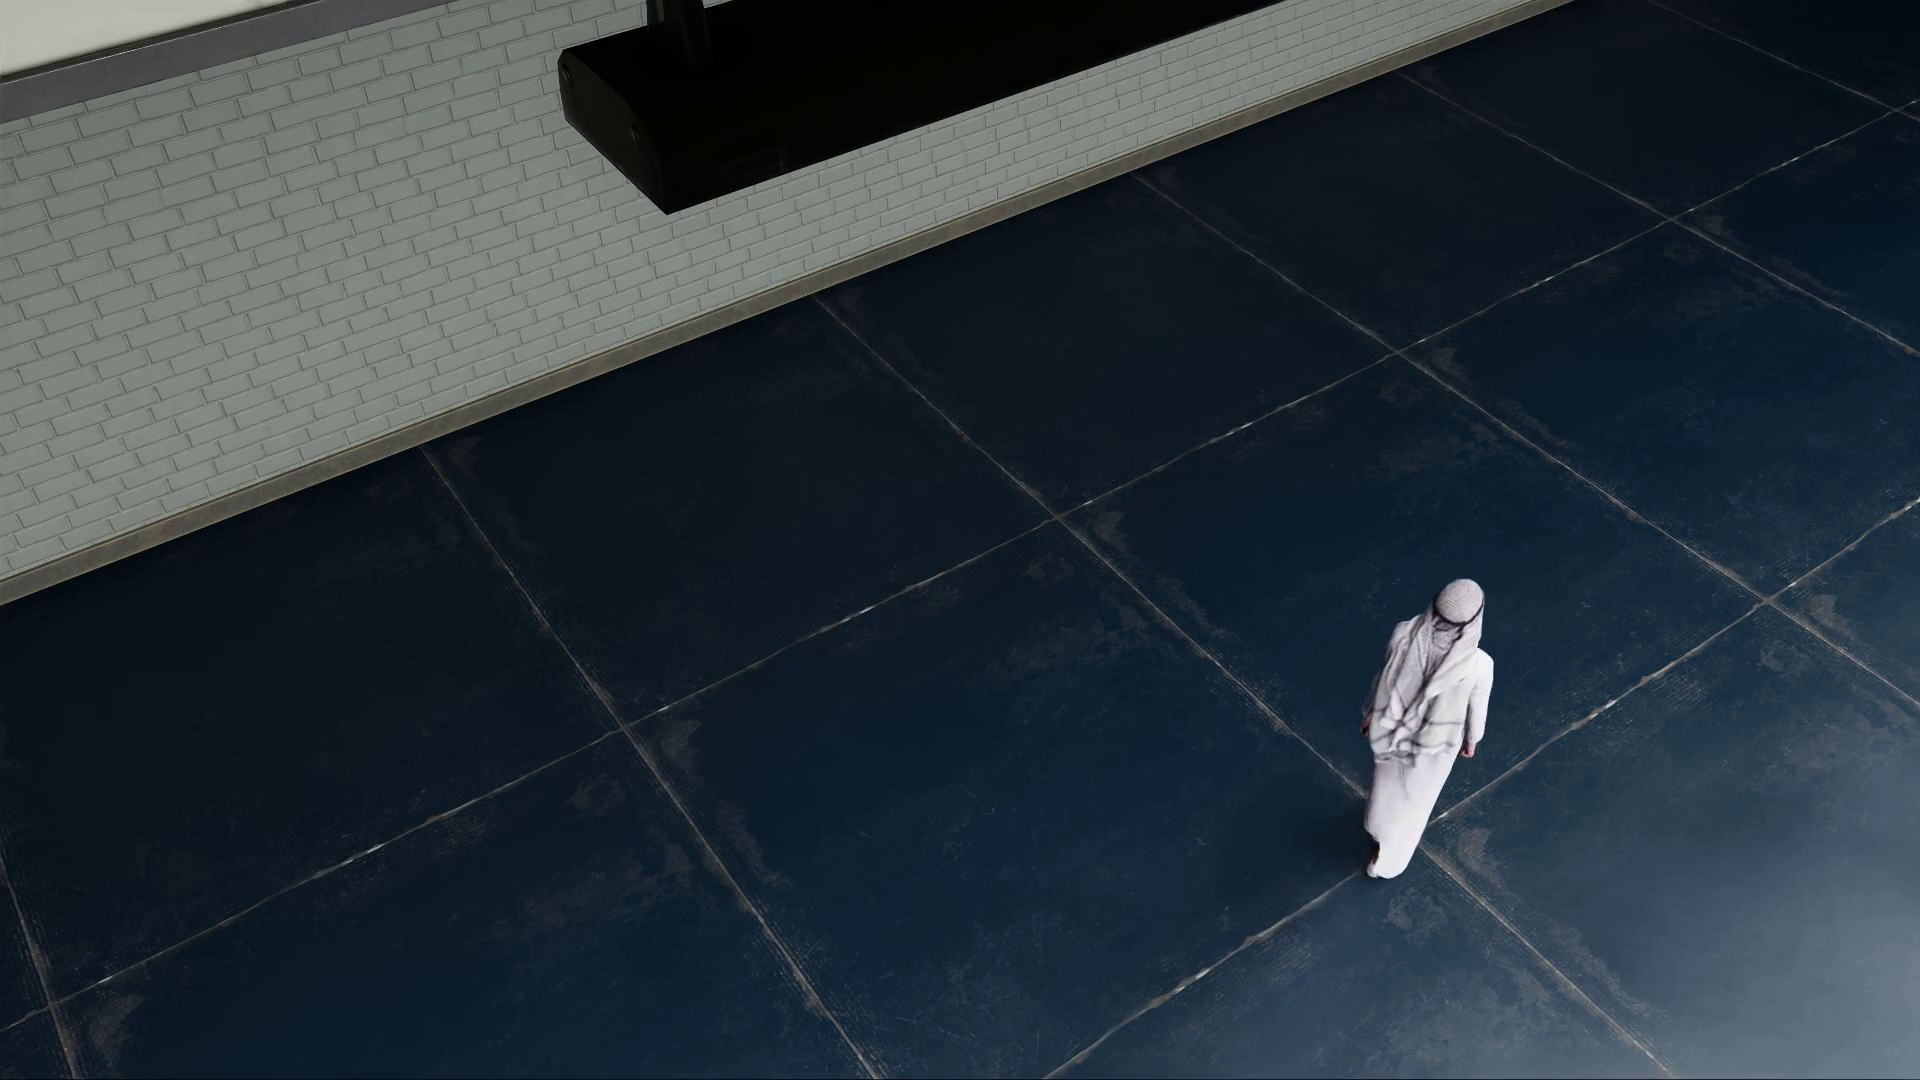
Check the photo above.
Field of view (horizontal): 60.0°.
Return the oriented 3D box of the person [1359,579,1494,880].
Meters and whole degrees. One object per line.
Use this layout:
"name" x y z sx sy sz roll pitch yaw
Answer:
"person" 2.117 0.958 7.815 0.864 1.909 0.912 25 49 24
